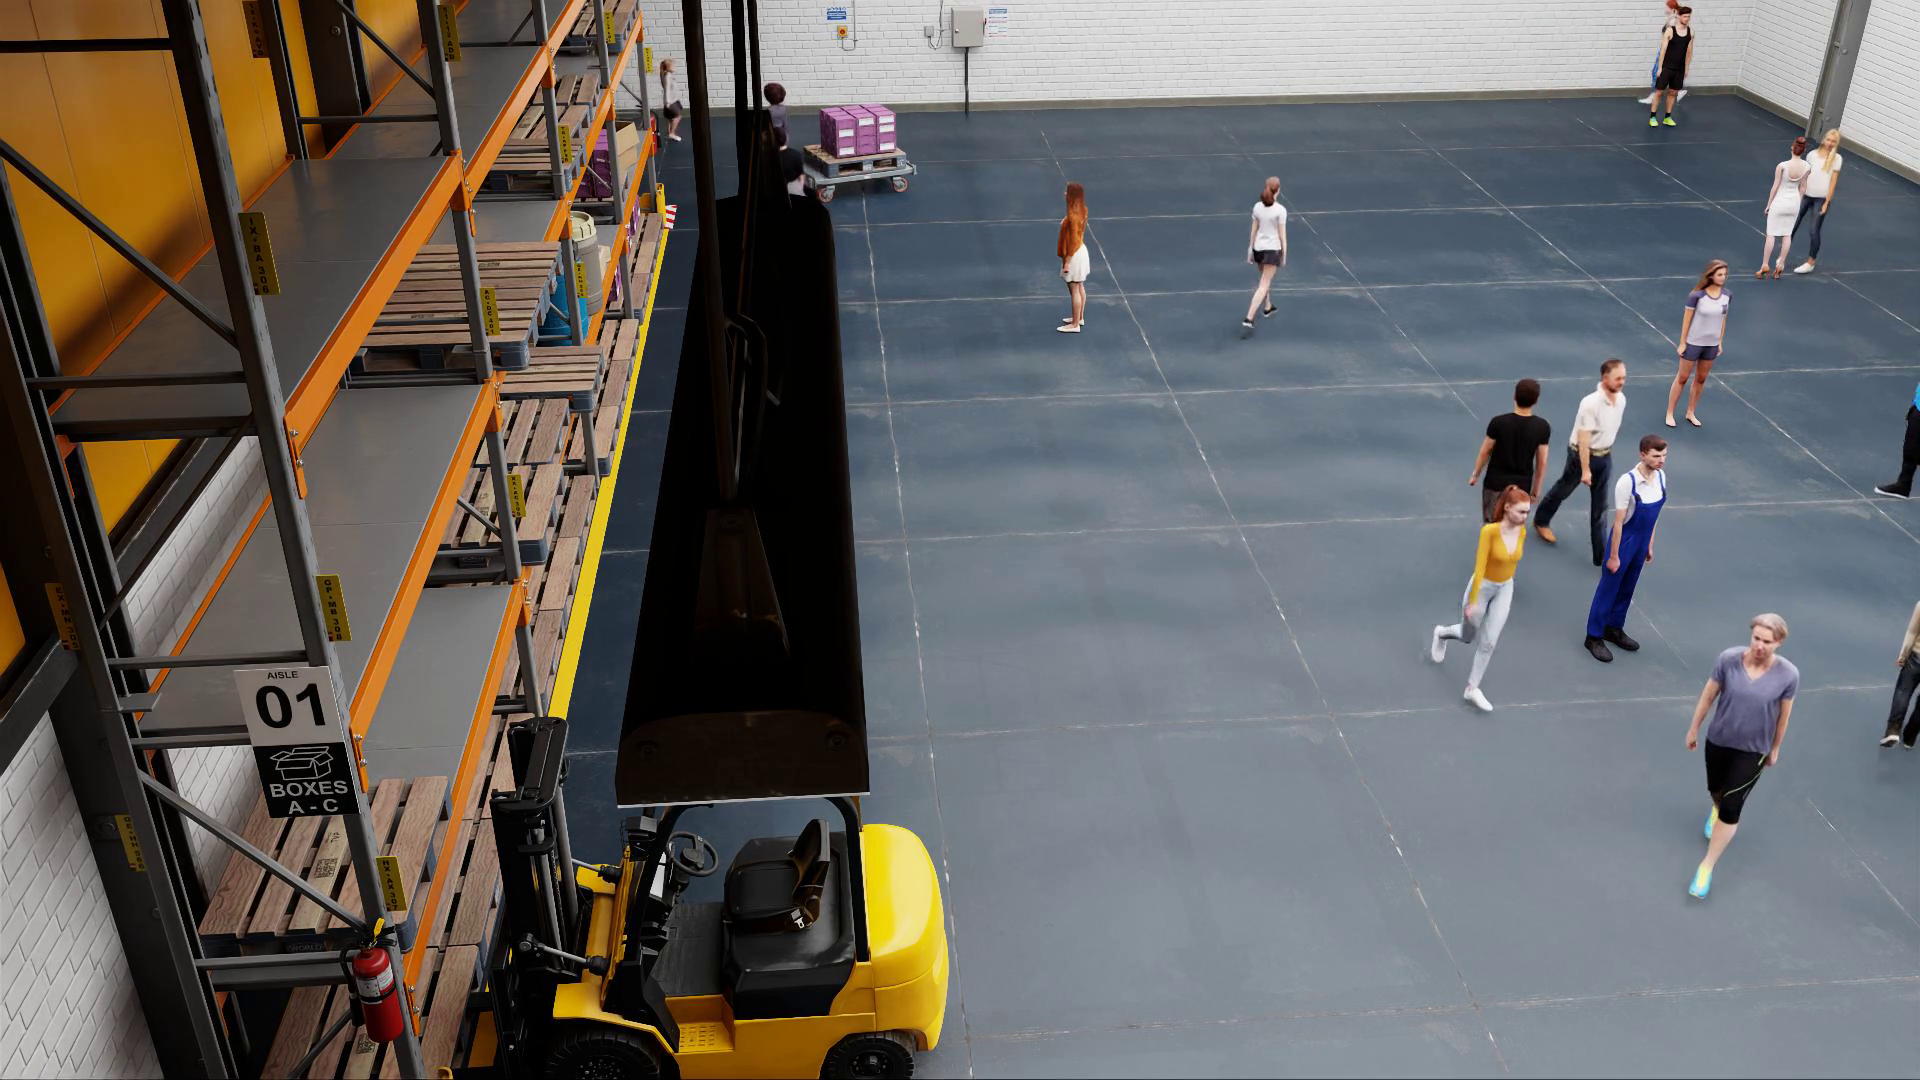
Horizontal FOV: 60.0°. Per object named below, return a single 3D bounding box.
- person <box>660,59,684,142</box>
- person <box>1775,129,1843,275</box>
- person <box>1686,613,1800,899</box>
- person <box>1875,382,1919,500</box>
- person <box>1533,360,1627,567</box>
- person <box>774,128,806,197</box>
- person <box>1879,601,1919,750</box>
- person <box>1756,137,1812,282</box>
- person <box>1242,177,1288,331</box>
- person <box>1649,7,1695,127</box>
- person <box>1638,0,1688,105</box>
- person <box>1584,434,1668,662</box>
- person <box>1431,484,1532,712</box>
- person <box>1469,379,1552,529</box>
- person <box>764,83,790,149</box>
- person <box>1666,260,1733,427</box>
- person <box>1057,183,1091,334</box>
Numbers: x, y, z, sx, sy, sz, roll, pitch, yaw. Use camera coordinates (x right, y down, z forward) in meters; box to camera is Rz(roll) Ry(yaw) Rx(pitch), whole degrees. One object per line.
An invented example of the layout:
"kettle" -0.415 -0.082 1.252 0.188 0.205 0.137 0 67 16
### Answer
"person" -4.598 -6.905 26.108 0.572 1.265 0.478 -2 29 -4
"person" 10.607 -4.194 20.586 0.768 1.794 0.708 -24 37 -37
"person" 4.932 1.264 10.523 1.195 1.850 1.287 20 35 32
"person" 8.836 -1.150 15.019 0.857 1.782 0.870 9 30 16
"person" 5.275 -0.705 14.182 0.891 1.801 1.328 -10 30 -18
"person" -2.150 -4.240 20.724 0.742 1.743 0.762 -8 30 -15
"person" 6.781 0.884 11.636 0.756 1.451 0.841 16 32 27
"person" 10.077 -4.050 20.324 0.594 1.793 0.519 2 29 4
"person" 3.446 -3.207 18.863 1.065 1.712 1.182 19 34 30
"person" 11.469 -7.623 26.775 0.666 1.888 0.552 -1 29 -2
"person" 11.864 -8.103 27.781 0.928 1.766 0.994 13 31 23
"person" 5.148 0.025 12.793 0.706 1.851 0.699 -14 32 -25
"person" 3.848 0.374 12.291 0.775 1.719 1.079 -8 30 -14
"person" 4.494 -0.397 13.582 0.698 1.837 0.709 -1 29 -2
"person" -2.470 -5.395 22.910 0.993 1.677 1.121 -25 37 -38
"person" 7.373 -1.967 16.567 0.601 1.733 0.538 -1 29 -2
"person" 1.314 -3.214 18.865 0.747 1.723 0.624 8 30 15
